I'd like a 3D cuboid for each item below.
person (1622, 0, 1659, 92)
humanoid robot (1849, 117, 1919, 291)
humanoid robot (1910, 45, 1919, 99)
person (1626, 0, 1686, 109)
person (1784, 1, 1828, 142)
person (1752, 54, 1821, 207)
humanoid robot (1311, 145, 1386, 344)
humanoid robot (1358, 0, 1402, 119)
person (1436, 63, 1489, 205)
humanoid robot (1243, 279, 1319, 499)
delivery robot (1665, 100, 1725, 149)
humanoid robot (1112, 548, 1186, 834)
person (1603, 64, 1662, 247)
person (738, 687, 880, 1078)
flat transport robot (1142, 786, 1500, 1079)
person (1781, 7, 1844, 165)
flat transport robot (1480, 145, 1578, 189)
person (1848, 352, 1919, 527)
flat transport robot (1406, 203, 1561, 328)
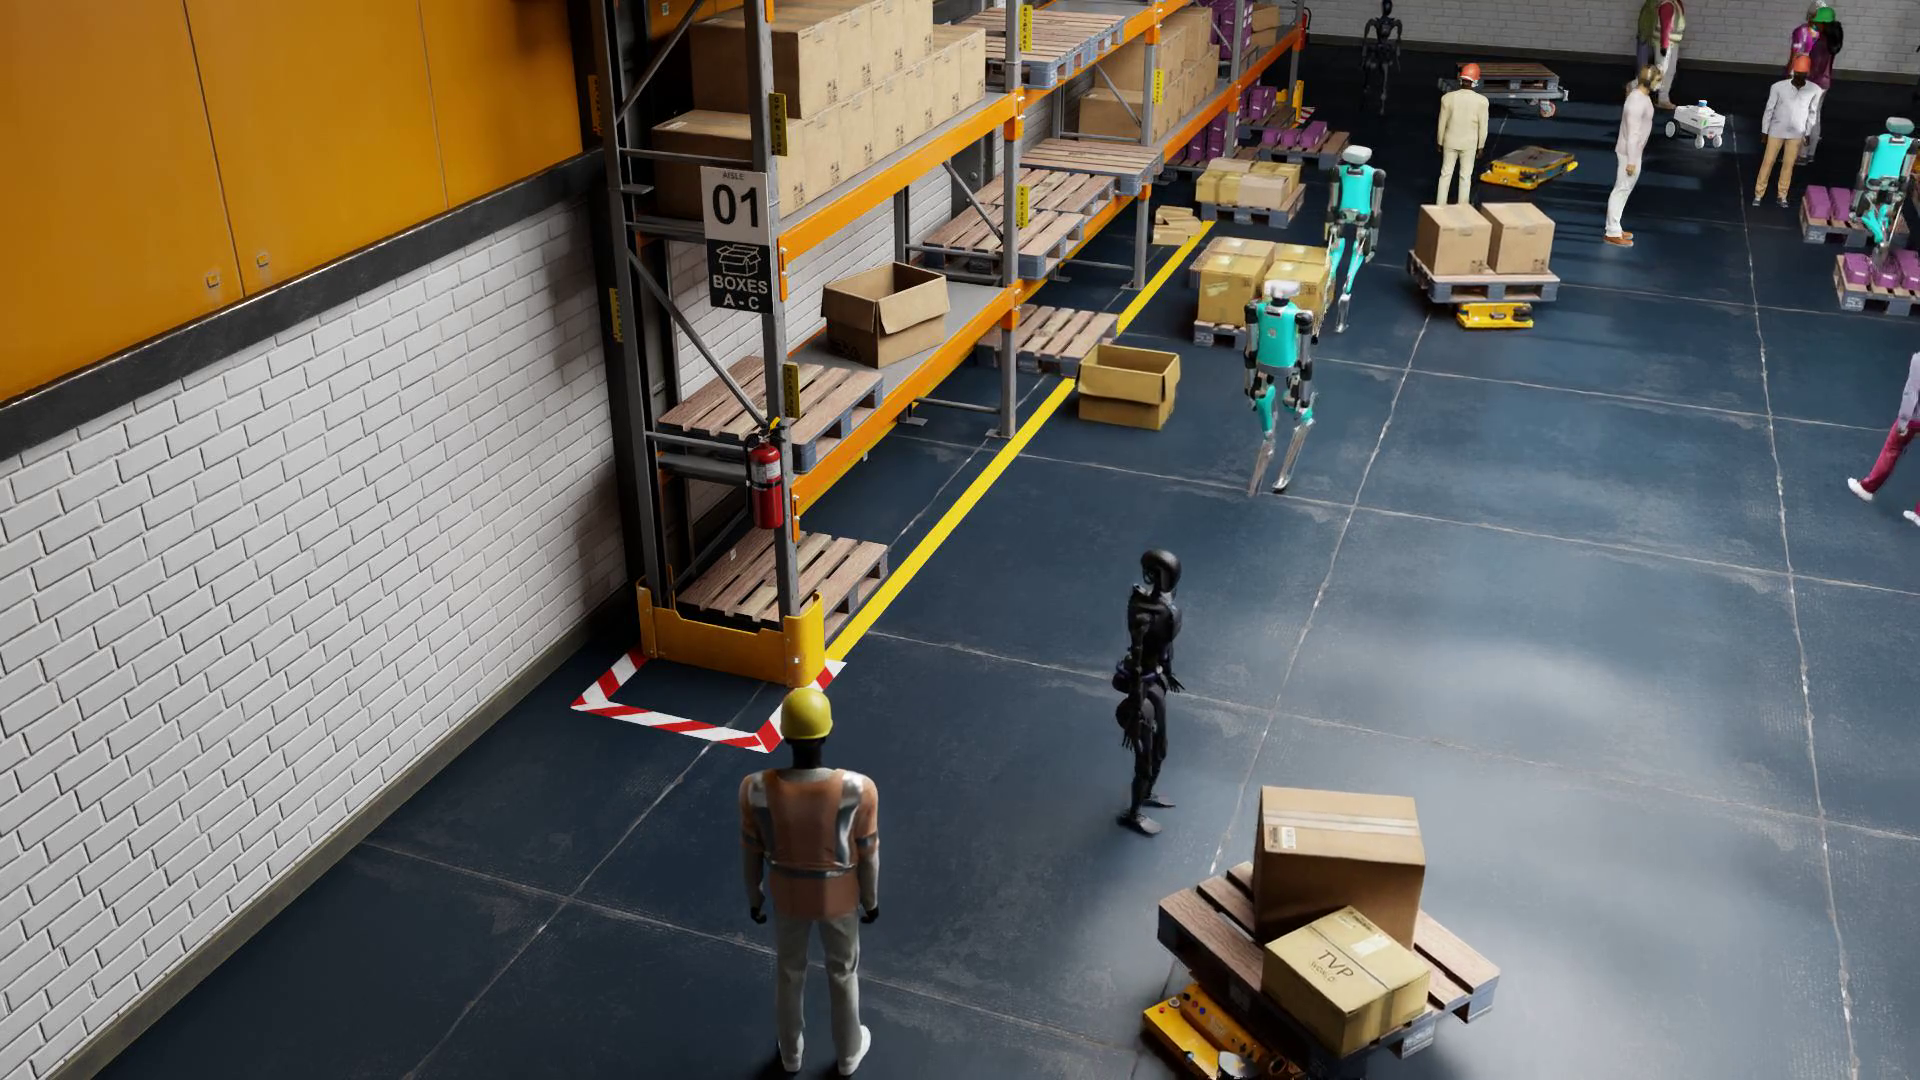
[{"bbox_3d":[10.235,-7.539,24.883,0.288,1.633,0.498,4,28,8],"label":"person"},{"bbox_3d":[9.193,-3.226,16.474,0.547,1.776,1.035,0,27,1],"label":"humanoid robot"},{"bbox_3d":[14.414,-7.295,24.419,0.615,1.647,0.543,18,32,31],"label":"humanoid robot"},{"bbox_3d":[10.101,-7.135,23.899,0.662,1.816,0.631,22,34,36],"label":"person"},{"bbox_3d":[11.246,-6.200,22.094,0.518,1.809,0.898,-4,28,-8],"label":"person"},{"bbox_3d":[9.629,-4.762,19.365,0.571,1.750,0.329,6,28,12],"label":"person"},{"bbox_3d":[3.498,-2.654,15.355,0.548,1.823,0.881,16,31,28],"label":"humanoid robot"},{"bbox_3d":[5.933,-6.818,23.491,0.602,1.626,0.760,0,27,0],"label":"humanoid robot"},{"bbox_3d":[5.697,-4.521,18.899,0.561,1.751,0.323,15,31,26],"label":"person"},{"bbox_3d":[2.421,-1.116,12.350,0.543,1.800,0.826,18,32,31],"label":"humanoid robot"},{"bbox_3d":[9.875,-5.577,22.260,0.499,0.598,0.802,-6,28,-11],"label":"delivery robot"},{"bbox_3d":[0.998,0.776,8.698,0.340,1.646,0.609,12,30,22],"label":"humanoid robot"},{"bbox_3d":[7.280,-4.168,18.016,0.359,1.937,0.636,10,29,19],"label":"person"},{"bbox_3d":[-0.623,1.478,7.089,0.588,1.918,0.394,3,27,5],"label":"person"},{"bbox_3d":[1.610,2.097,7.682,1.431,0.231,0.659,-16,31,-28],"label":"flat transport robot"},{"bbox_3d":[10.824,-5.755,21.101,0.447,1.938,0.499,24,36,38],"label":"person"},{"bbox_3d":[7.126,-4.657,20.785,0.659,0.231,1.431,21,34,35],"label":"flat transport robot"},{"bbox_3d":[6.987,-0.932,12.105,0.515,1.597,0.733,-4,28,-7],"label":"person"},{"bbox_3d":[5.112,-2.410,16.425,0.659,0.231,1.431,-1,27,-1],"label":"flat transport robot"}]
